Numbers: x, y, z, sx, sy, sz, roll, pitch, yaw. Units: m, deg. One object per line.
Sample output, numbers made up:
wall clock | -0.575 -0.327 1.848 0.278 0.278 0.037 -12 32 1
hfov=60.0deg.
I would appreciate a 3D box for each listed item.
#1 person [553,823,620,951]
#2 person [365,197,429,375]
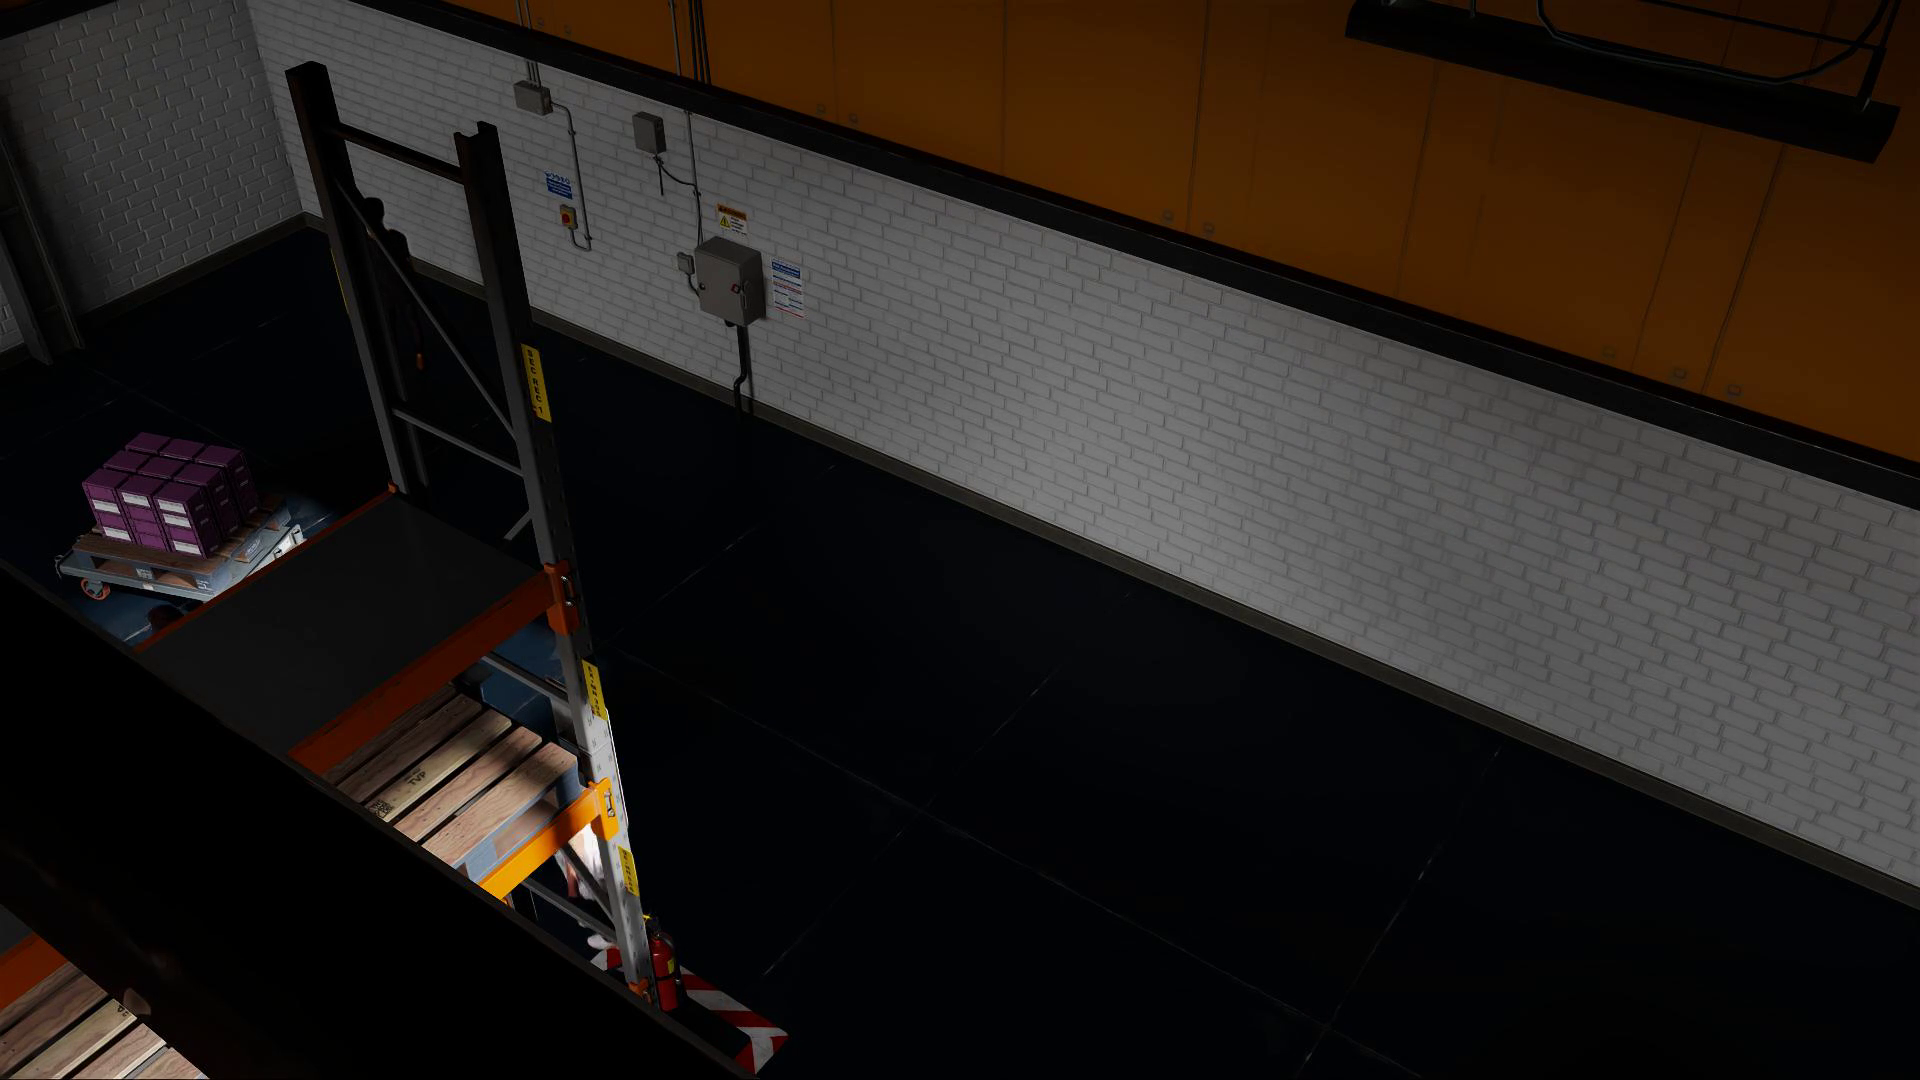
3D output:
person | -2.153 1.903 9.835 0.892 1.666 0.785 4 39 5
person | -5.145 -2.284 15.041 0.662 1.712 0.761 -14 41 -17
